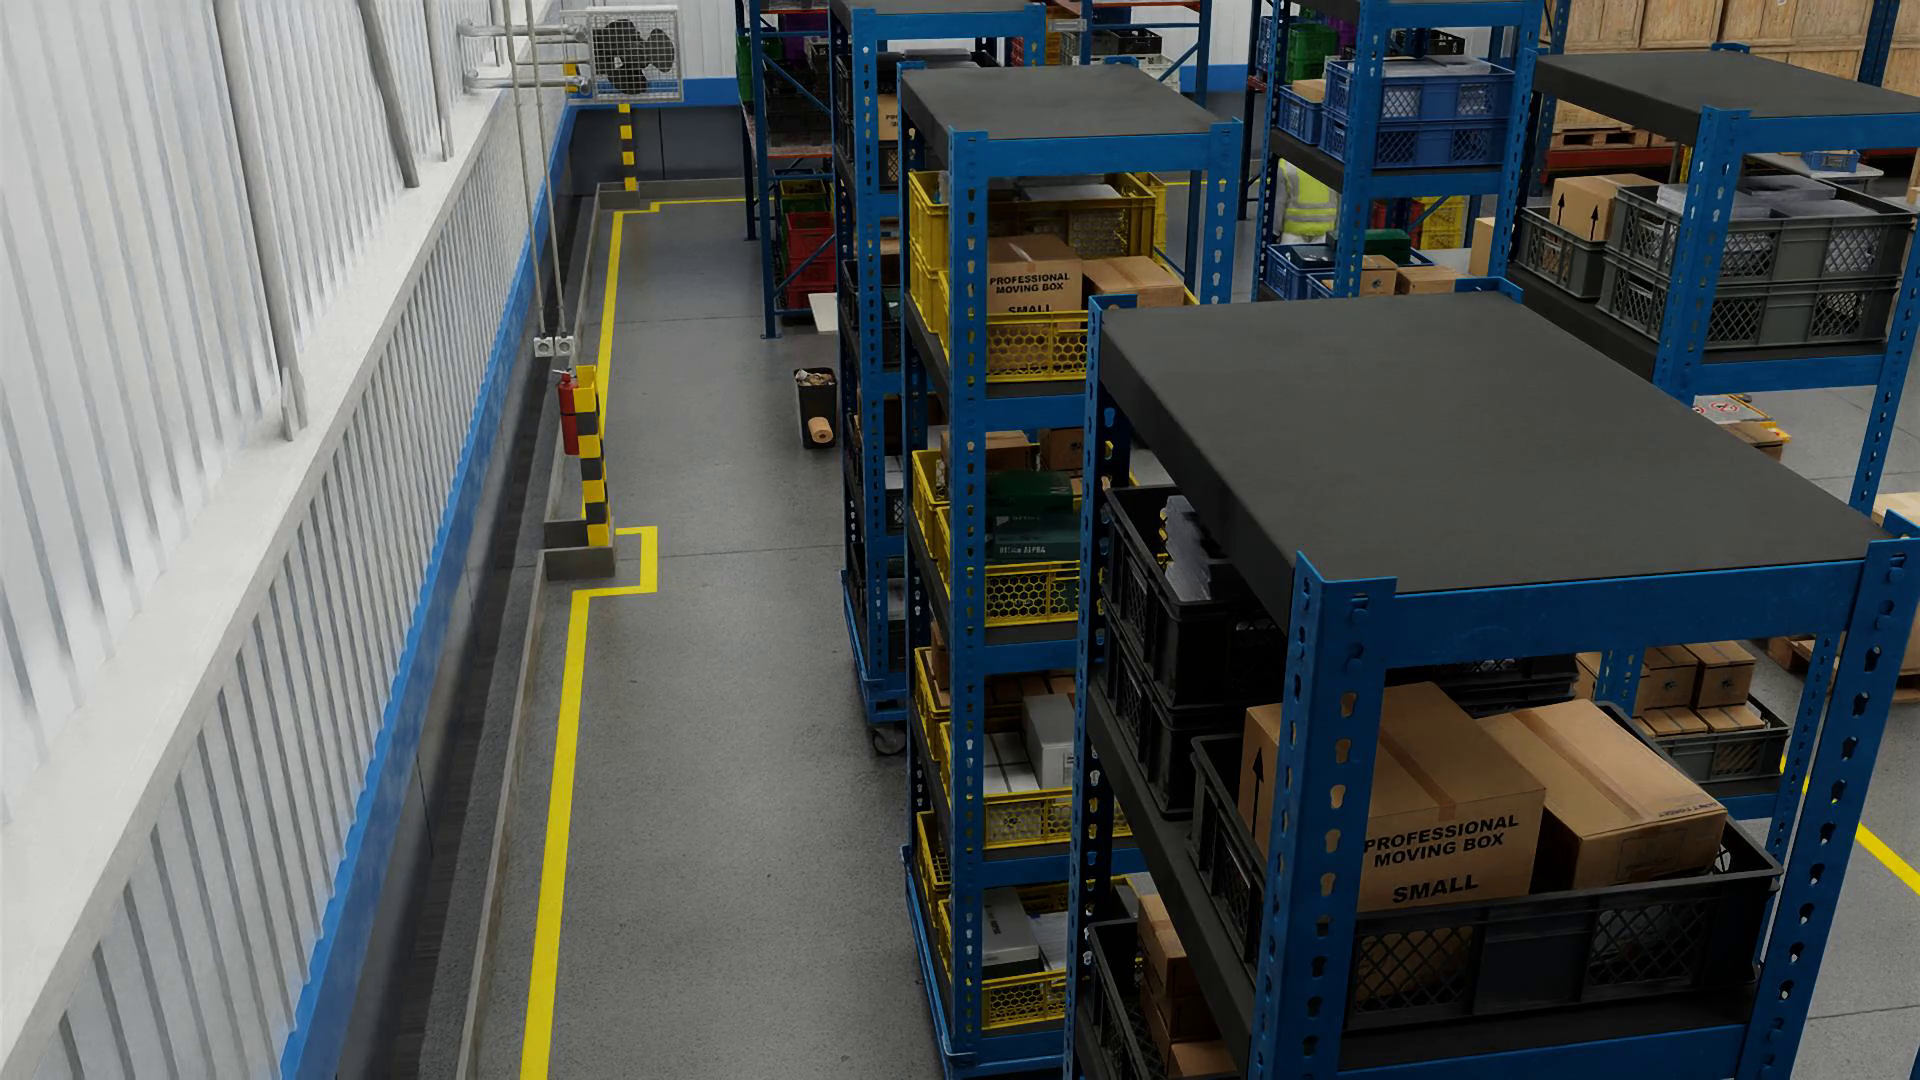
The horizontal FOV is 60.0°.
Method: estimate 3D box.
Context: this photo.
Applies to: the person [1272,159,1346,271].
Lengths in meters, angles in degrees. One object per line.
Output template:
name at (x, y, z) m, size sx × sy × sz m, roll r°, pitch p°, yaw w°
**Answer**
person at (2.951, -2.639, 14.145) m, size 0.621 × 1.838 × 0.429 m, roll 1°, pitch 25°, yaw 2°
